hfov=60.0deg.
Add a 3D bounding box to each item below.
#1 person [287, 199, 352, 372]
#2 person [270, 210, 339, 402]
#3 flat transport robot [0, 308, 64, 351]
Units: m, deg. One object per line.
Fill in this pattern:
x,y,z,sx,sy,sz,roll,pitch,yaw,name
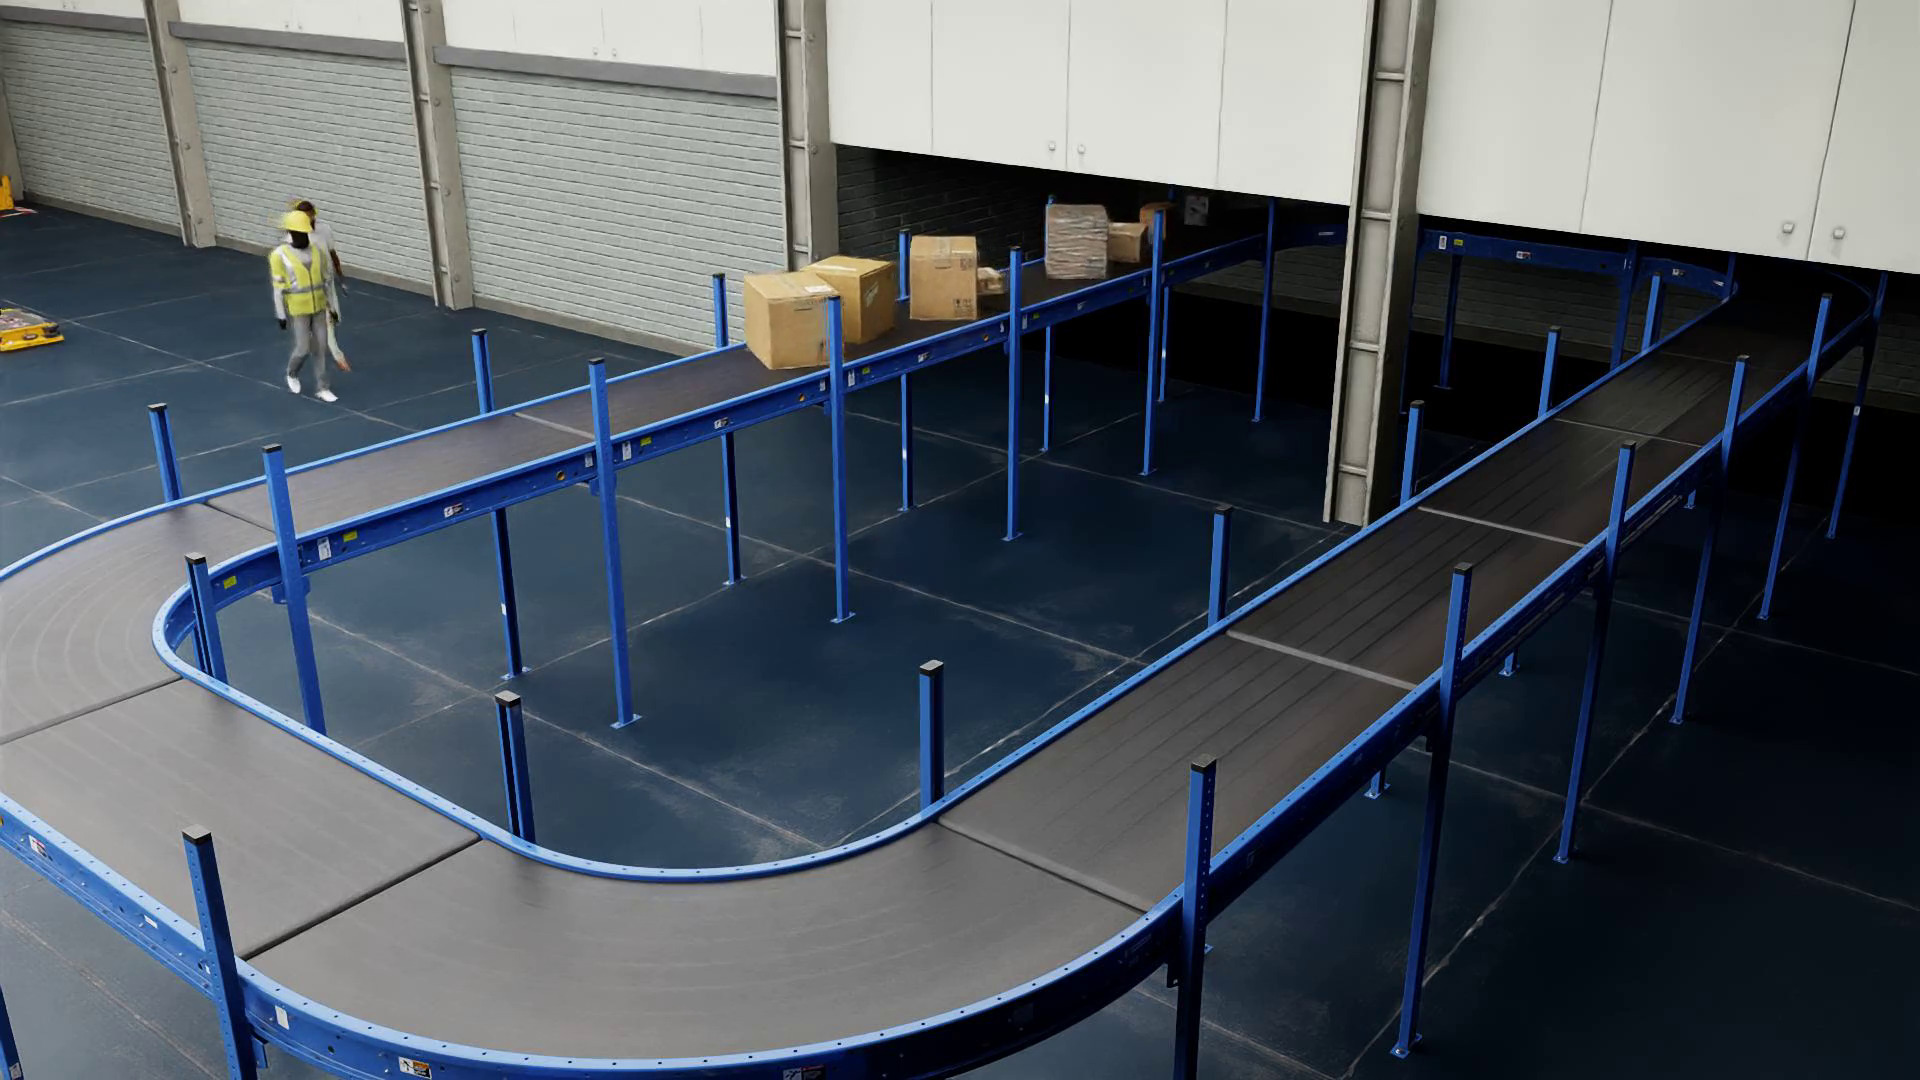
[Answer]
-6.793,-2.710,17.565,0.687,1.837,0.553,16,27,35,person
-6.483,-2.313,16.454,0.536,1.915,0.588,16,27,35,person
-10.832,-2.413,18.918,1.431,0.197,0.652,18,28,39,flat transport robot
